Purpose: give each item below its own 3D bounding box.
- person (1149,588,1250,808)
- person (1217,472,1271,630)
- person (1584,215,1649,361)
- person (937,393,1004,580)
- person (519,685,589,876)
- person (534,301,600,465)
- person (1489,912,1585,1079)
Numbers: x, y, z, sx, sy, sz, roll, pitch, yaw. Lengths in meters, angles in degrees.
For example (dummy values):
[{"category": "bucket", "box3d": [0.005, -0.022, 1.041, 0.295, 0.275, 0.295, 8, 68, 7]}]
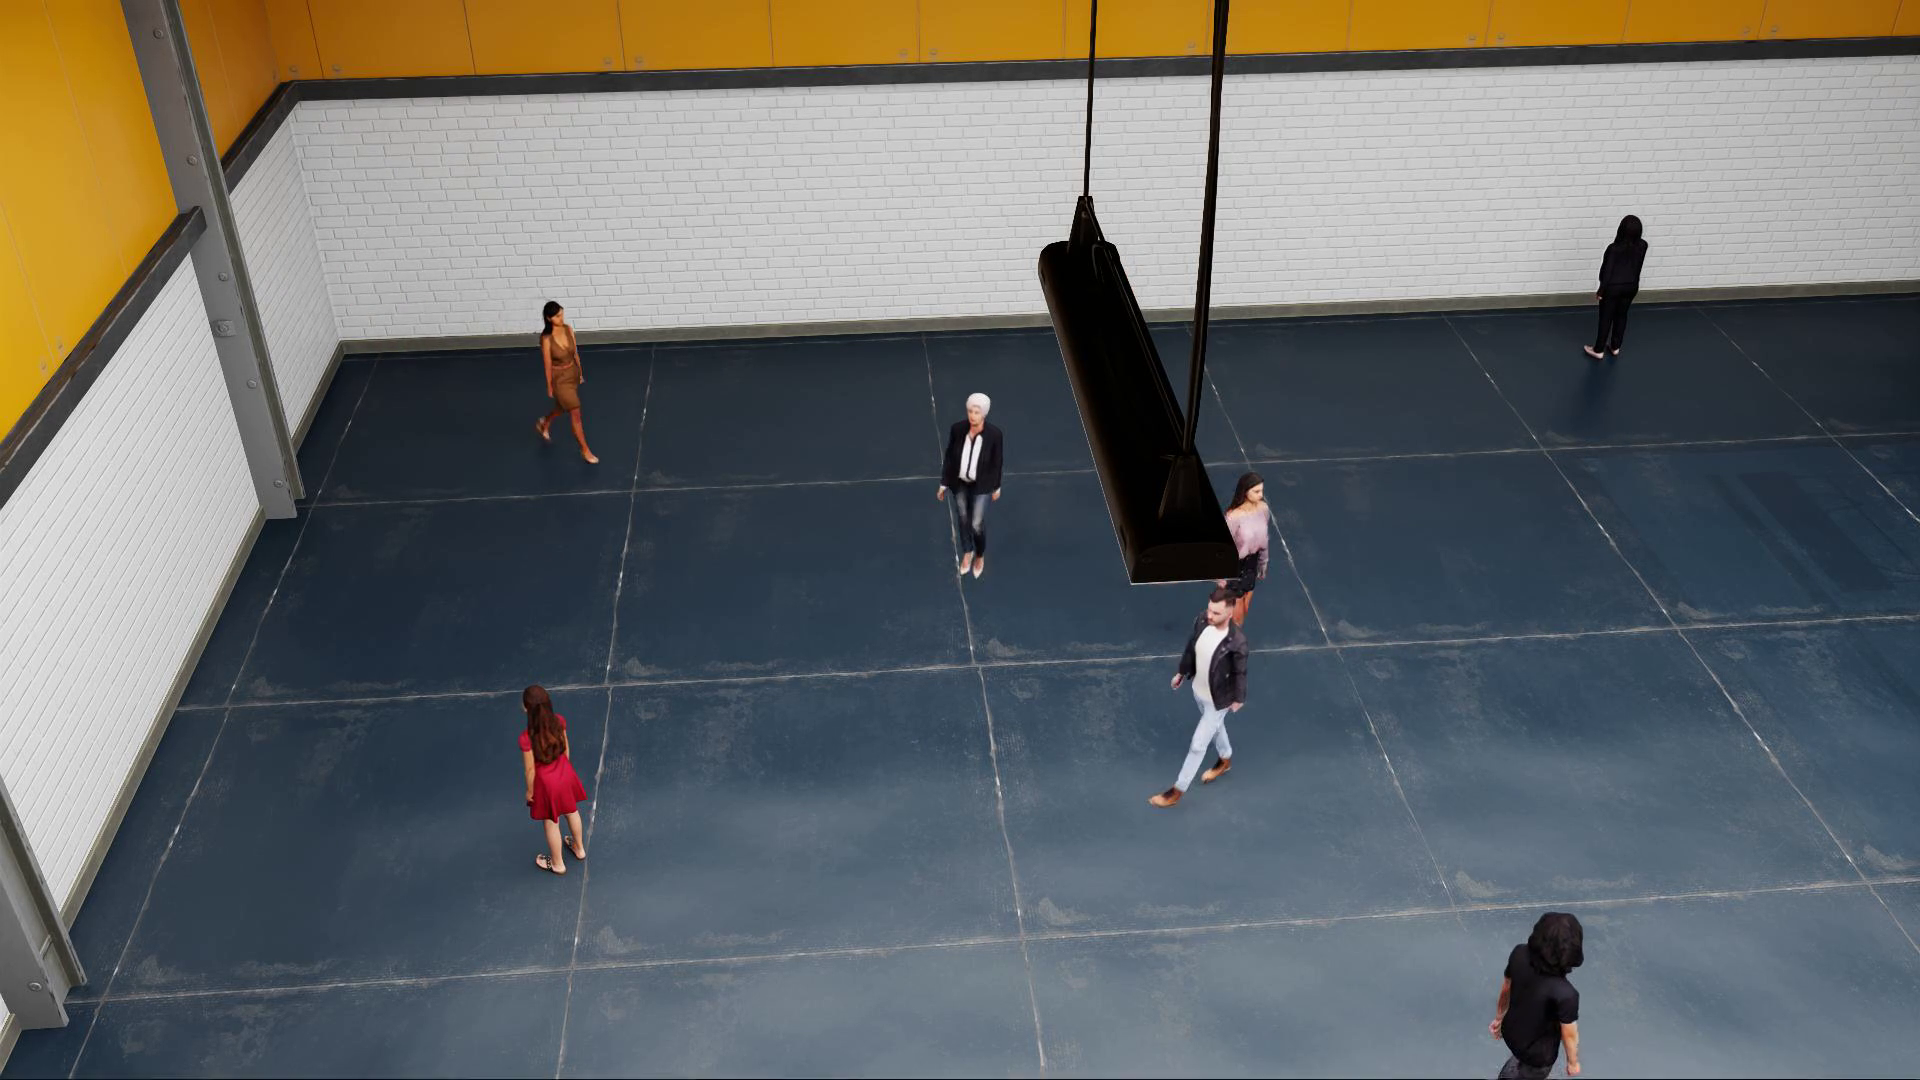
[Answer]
[{"category": "person", "box3d": [1.888, 1.071, 12.008, 1.021, 1.803, 1.136, -18, 38, -25]}, {"category": "person", "box3d": [2.172, 0.219, 13.293, 0.798, 1.800, 0.857, -20, 39, -28]}, {"category": "person", "box3d": [7.086, -2.721, 17.882, 0.705, 1.617, 0.704, -11, 35, -17]}, {"category": "person", "box3d": [0.081, -0.501, 14.087, 0.849, 1.772, 0.788, 14, 36, 20]}, {"category": "person", "box3d": [-2.804, 1.627, 11.397, 0.741, 1.554, 0.681, 24, 40, 32]}, {"category": "person", "box3d": [-3.884, -1.539, 16.064, 1.001, 1.660, 1.055, 17, 37, 23]}, {"category": "person", "box3d": [3.155, 2.818, 9.364, 0.786, 1.821, 0.636, -13, 36, -19]}]
